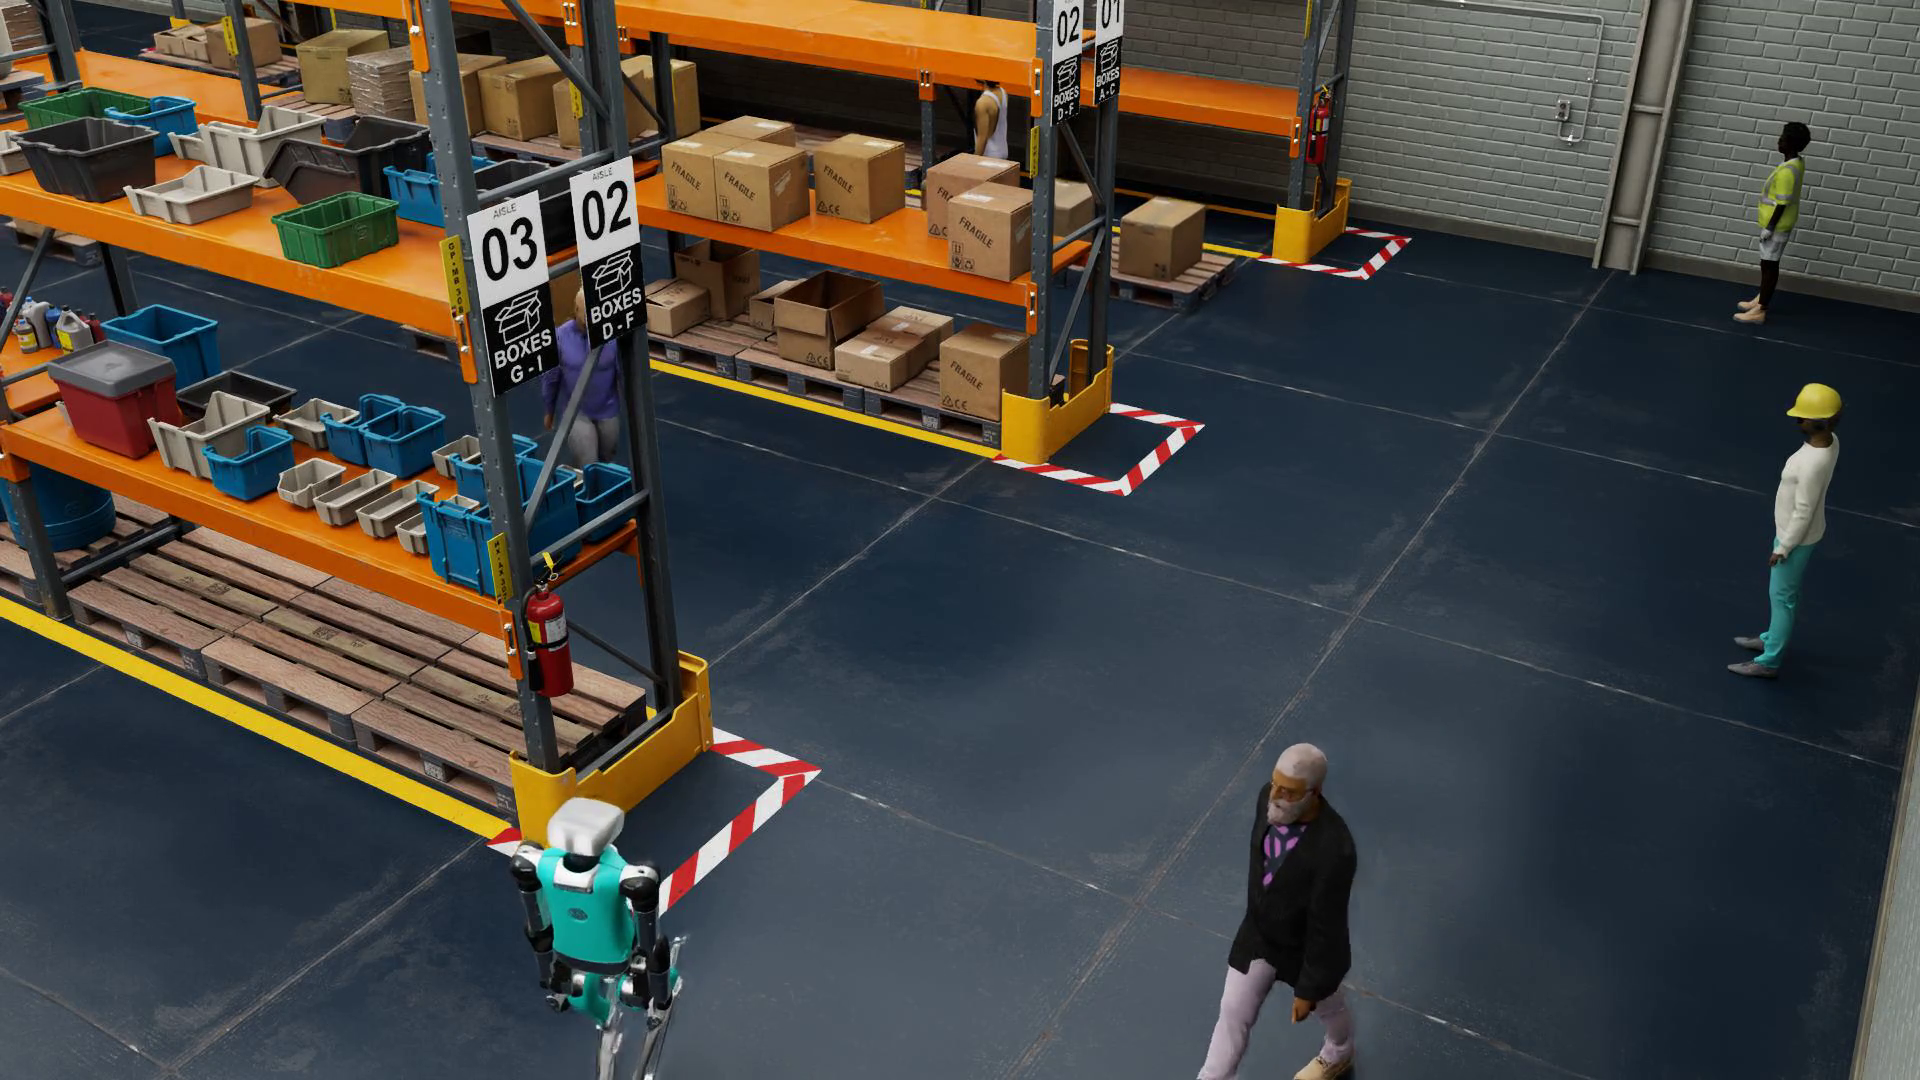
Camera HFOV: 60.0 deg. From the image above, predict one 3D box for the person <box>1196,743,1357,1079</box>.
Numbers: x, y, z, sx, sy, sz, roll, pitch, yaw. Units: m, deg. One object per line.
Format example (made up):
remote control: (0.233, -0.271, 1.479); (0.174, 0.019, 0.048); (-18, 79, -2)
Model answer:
person: (1.242, 1.528, 6.320); (1.004, 1.799, 0.550); (-17, 33, -28)

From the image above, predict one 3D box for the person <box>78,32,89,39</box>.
person: (-12.726, -7.907, 23.243); (0.872, 1.804, 0.574); (-2, 29, -3)

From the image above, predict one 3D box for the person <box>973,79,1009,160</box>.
person: (0.235, -3.540, 15.352); (0.388, 1.859, 0.519); (17, 33, 27)

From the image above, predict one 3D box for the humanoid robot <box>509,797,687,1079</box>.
humanoid robot: (-1.265, 1.591, 6.305); (0.560, 1.804, 0.797); (5, 30, 9)

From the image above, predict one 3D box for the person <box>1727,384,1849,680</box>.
person: (4.580, -0.043, 9.181); (0.326, 1.760, 0.523); (17, 33, 27)

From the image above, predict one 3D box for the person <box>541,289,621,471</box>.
person: (-2.306, -0.776, 10.493); (0.613, 1.758, 0.747); (-10, 31, -18)

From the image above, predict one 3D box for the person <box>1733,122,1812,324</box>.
person: (6.819, -2.649, 13.918); (0.321, 1.696, 0.530); (17, 33, 27)
